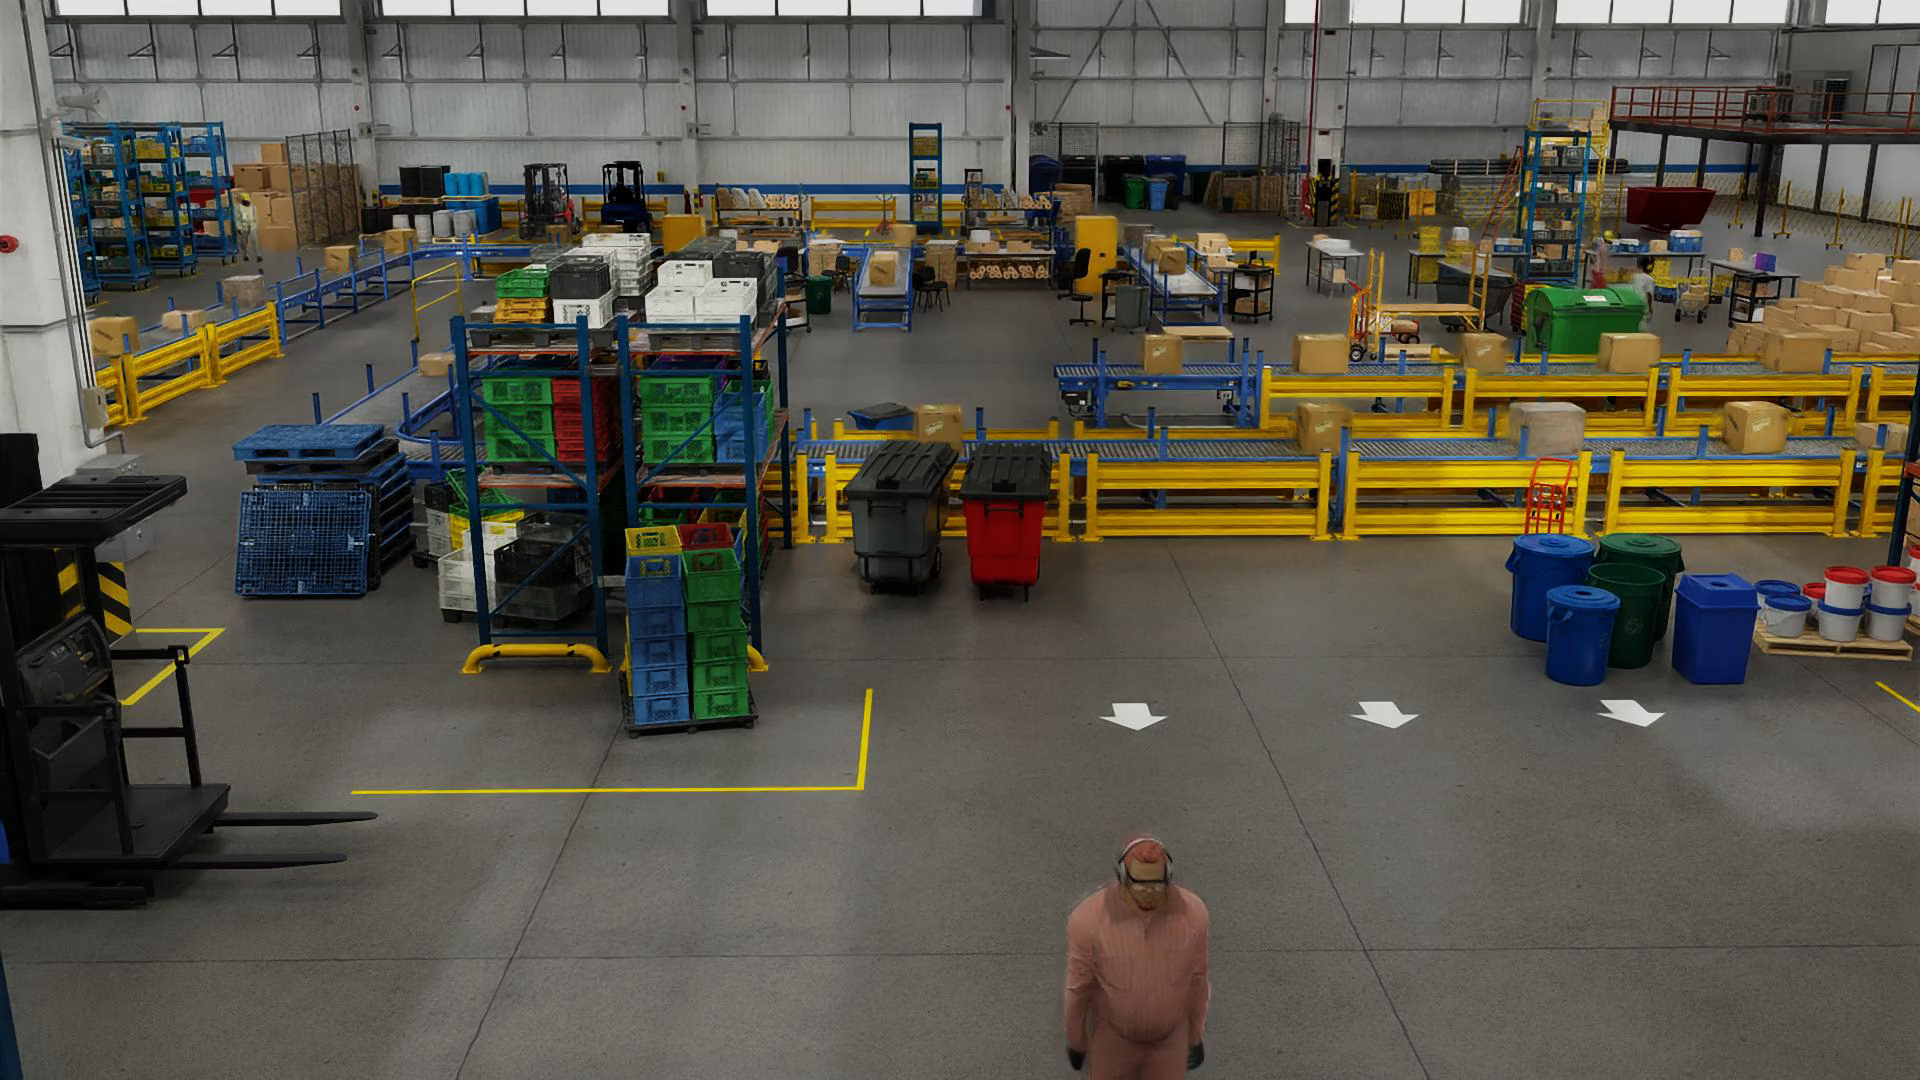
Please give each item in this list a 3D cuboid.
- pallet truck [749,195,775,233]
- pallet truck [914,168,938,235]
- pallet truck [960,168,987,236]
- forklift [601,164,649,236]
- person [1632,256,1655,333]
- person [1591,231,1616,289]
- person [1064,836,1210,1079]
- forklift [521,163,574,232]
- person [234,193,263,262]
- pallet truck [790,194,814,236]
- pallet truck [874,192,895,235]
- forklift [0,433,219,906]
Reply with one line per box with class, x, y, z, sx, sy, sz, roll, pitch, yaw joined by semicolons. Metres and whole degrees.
pallet truck;-6.051;-9.967;50.660;0.680;1.201;1.601;0;16;-1
pallet truck;-0.989;-10.316;50.507;0.823;1.965;1.885;1;16;3
pallet truck;0.383;-10.230;50.206;0.823;1.965;1.885;-1;16;-3
forklift;-9.948;-10.127;49.296;1.157;1.987;2.680;-1;16;-3
person;11.762;-4.001;28.850;0.874;1.843;0.526;-4;17;-13
person;13.233;-5.543;34.412;0.484;1.724;0.562;4;17;15
person;0.779;2.153;7.363;0.646;1.890;0.579;-2;16;-8
forklift;-12.233;-10.122;49.298;1.157;1.987;2.680;0;16;-1
person;-18.534;-8.122;43.276;0.593;1.785;0.946;-12;20;-35
pallet truck;-4.814;-9.883;50.259;0.704;1.261;1.522;-1;16;-3
pallet truck;-2.277;-9.986;50.594;0.653;1.274;1.630;0;16;-1
forklift;-5.952;0.780;10.366;1.873;2.768;1.129;0;16;-1
